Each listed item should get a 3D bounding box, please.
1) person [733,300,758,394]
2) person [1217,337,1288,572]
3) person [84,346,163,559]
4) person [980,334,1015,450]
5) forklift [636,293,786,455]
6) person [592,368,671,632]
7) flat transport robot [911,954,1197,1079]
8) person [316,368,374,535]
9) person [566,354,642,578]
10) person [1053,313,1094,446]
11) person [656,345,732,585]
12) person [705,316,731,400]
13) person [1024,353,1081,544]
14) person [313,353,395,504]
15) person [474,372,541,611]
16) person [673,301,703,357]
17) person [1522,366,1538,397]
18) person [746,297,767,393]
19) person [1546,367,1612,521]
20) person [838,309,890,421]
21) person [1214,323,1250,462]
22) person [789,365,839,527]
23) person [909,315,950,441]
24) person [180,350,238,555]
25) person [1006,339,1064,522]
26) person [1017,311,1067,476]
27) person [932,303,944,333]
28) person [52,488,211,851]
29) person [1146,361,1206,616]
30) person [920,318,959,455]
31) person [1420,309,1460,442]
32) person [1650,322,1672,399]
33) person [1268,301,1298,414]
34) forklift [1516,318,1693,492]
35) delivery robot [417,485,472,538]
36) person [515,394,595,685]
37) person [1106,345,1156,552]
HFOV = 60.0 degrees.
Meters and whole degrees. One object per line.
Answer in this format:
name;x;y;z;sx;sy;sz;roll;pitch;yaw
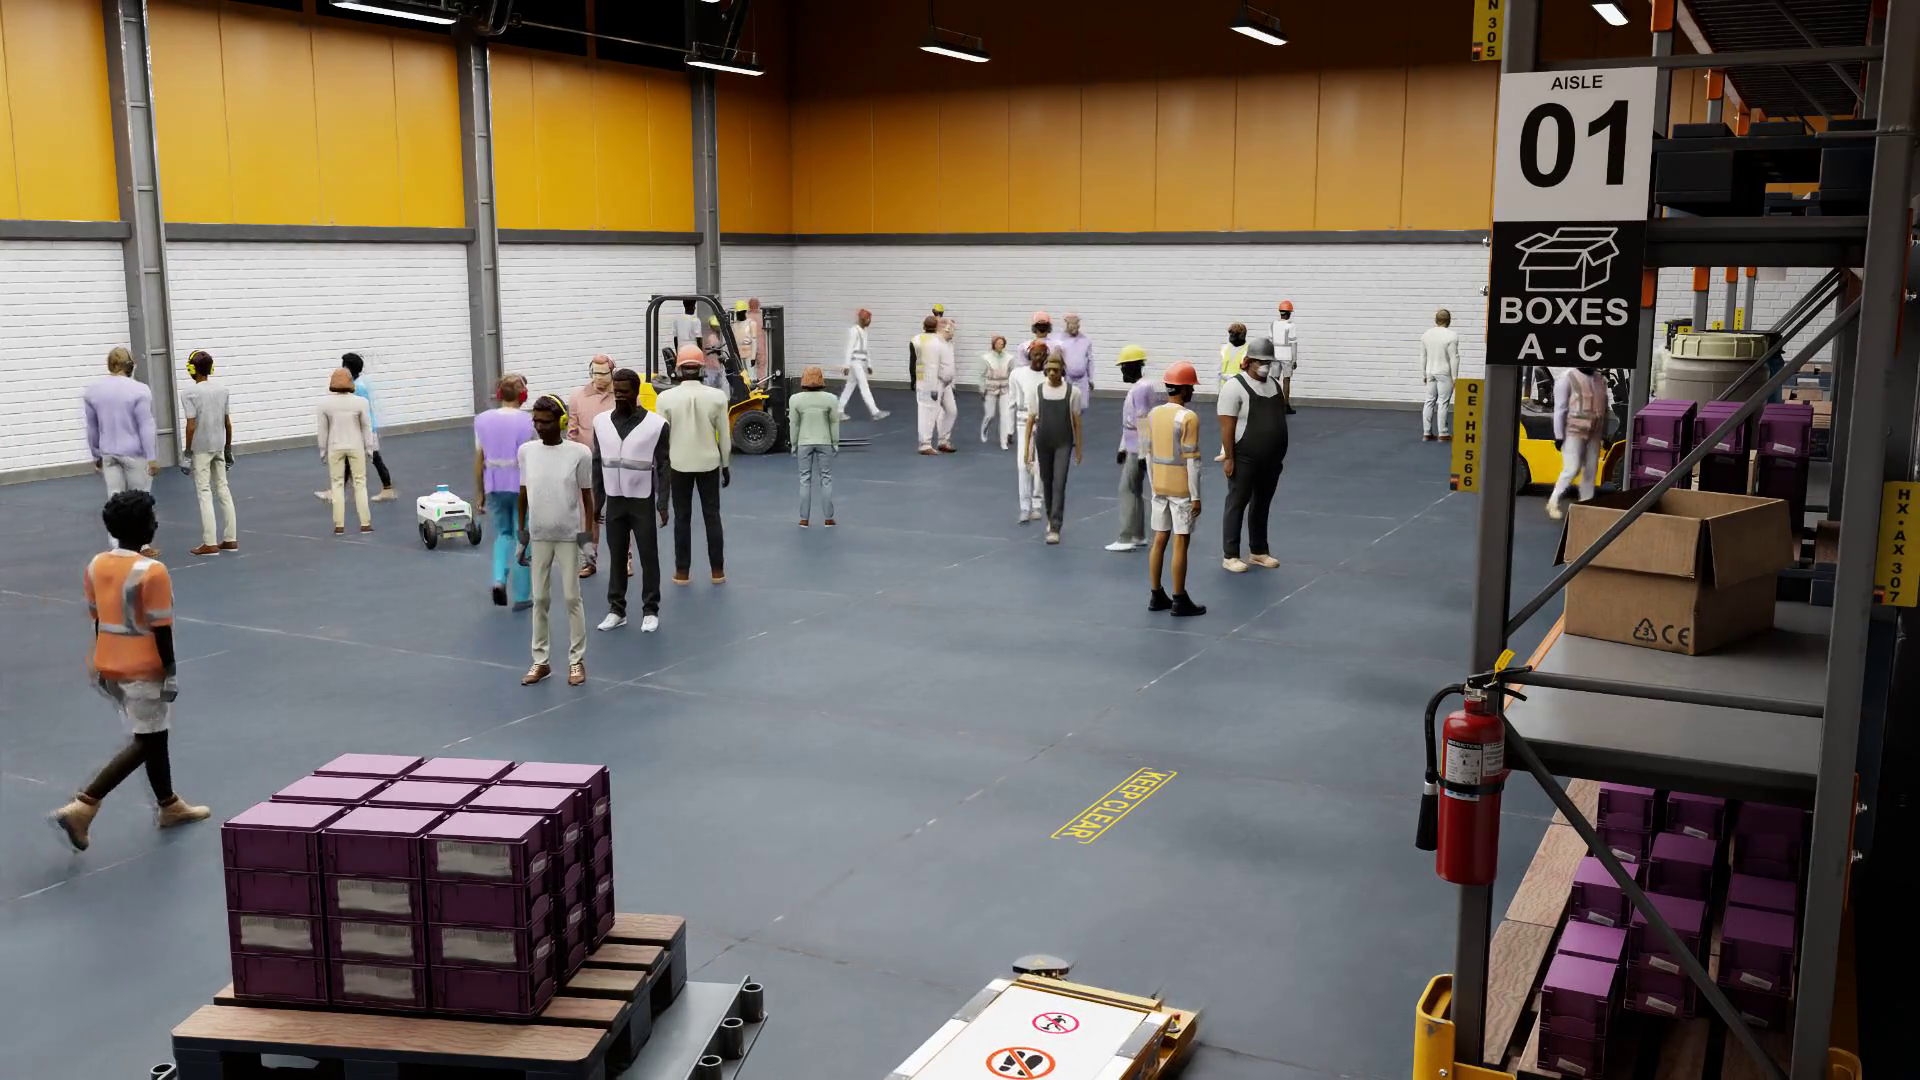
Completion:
person;-3.808;-3.260;29.325;0.582;1.918;0.410;8;13;39
person;2.580;-0.746;14.396;0.687;2.000;0.535;-7;12;-34
person;-7.394;-0.748;14.736;0.650;1.923;0.466;2;10;10
person;0.512;-2.095;23.439;0.516;1.616;0.627;-2;10;-13
forklift;-3.588;-2.317;23.042;2.313;2.155;1.214;-1;10;-5
person;-2.389;-0.280;12.112;0.587;1.899;0.394;2;10;11
flat transport robot;0.218;1.712;5.282;0.652;0.197;1.431;5;11;26
person;-5.997;-0.864;16.254;0.507;1.631;0.266;-3;10;-15
person;-3.007;-0.624;14.099;0.639;1.901;0.406;-1;10;-6
person;1.593;-2.310;23.859;0.651;1.897;0.557;-3;10;-18
person;-2.207;-0.621;13.811;0.622;1.990;0.402;-3;10;-15
person;-3.998;-2.830;27.395;0.926;1.712;0.547;1;10;4
person;0.898;-0.906;16.012;0.534;1.804;0.952;2;10;11
person;-6.645;-1.216;18.200;0.856;1.649;0.545;-3;10;-14
person;-3.425;-0.363;12.759;0.596;1.832;0.438;2;10;9
person;-4.862;-3.383;29.874;0.612;1.963;0.363;6;11;29
person;7.929;-2.239;23.636;0.403;1.834;0.589;-4;11;-21
person;-3.975;-3.750;32.225;0.663;1.917;0.417;-1;10;-3
person;6.313;-1.062;16.824;0.664;1.833;0.488;-4;11;-23
person;-1.648;-2.865;27.275;0.987;1.825;0.633;2;10;11
person;3.628;-1.916;21.761;0.623;1.838;0.430;9;13;42
person;-1.457;-0.936;16.664;0.500;1.636;0.284;-1;10;-5
person;-0.424;-2.352;24.269;0.627;1.842;0.429;0;10;-1
person;-6.868;-0.793;15.162;0.312;1.869;0.537;5;11;26
person;0.780;-1.098;16.929;0.602;1.858;0.776;0;10;-1
person;1.001;-1.798;20.519;0.624;2.036;0.438;-1;10;-7
person;-0.423;-3.719;32.397;0.523;1.769;0.315;7;12;35
person;-3.871;0.603;7.672;0.530;1.673;0.728;7;12;34
person;1.649;-0.390;12.631;0.358;1.937;0.548;-7;12;-34
person;-0.249;-2.097;22.735;0.524;1.873;0.651;4;10;20
person;6.985;-2.387;24.189;0.359;1.938;0.635;-7;12;-36
person;9.995;-2.171;23.358;0.627;1.798;0.423;5;11;27
person;5.532;-3.114;28.407;0.552;1.933;0.373;10;14;44
forklift;7.066;-1.601;18.899;2.313;2.155;1.214;5;11;27
delivery robot;-4.877;-0.279;15.715;0.477;0.478;0.707;-6;12;-33
person;-2.579;0.002;10.577;0.518;1.865;0.326;1;10;3
person;1.607;-0.847;15.394;0.448;1.899;0.645;1;10;7
